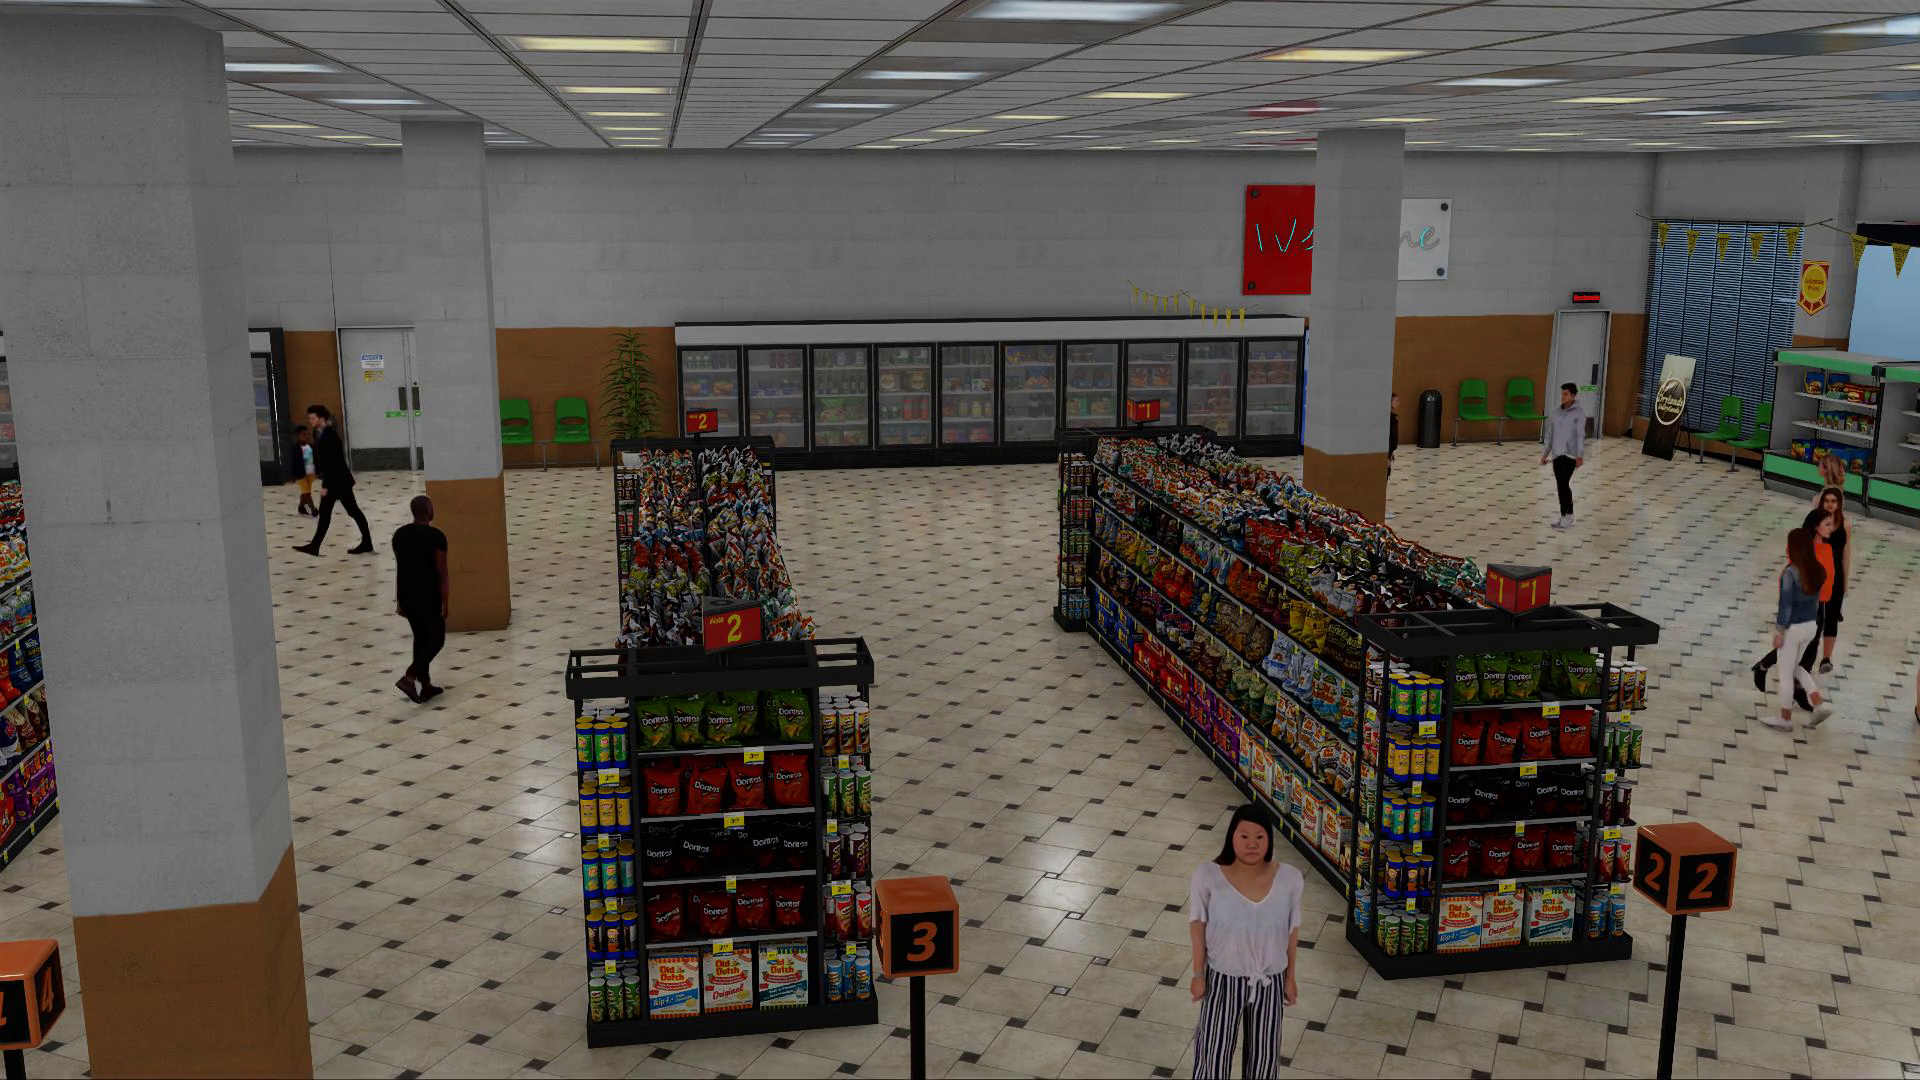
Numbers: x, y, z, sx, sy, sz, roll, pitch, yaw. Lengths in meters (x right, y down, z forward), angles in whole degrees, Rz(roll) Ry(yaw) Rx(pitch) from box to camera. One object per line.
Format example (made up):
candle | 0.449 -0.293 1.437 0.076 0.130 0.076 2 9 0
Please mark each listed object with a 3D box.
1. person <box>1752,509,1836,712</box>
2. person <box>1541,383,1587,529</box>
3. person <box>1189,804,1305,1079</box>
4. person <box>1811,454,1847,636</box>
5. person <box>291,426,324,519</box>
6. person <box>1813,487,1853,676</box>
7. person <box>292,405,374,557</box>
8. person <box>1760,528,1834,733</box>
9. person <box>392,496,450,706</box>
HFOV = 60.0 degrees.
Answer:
person | 7.135 0.578 14.205 0.770 1.735 0.916 -7 14 -29
person | 7.999 -1.109 21.784 0.837 1.913 0.732 -7 14 -28
person | 1.298 1.996 7.607 0.714 1.680 0.664 0 12 -1
person | 8.643 0.067 16.431 0.796 1.819 0.736 10 16 41
person | -8.879 -0.912 22.483 0.922 1.240 0.851 9 15 36
person | 7.959 0.363 15.344 1.031 1.687 1.153 6 13 26
person | -7.399 -0.685 19.985 1.062 1.826 1.199 -8 14 -33
person | 6.854 0.760 13.453 0.757 1.690 0.869 -7 14 -29
person | -4.659 0.547 14.213 0.921 1.793 1.062 4 13 19
